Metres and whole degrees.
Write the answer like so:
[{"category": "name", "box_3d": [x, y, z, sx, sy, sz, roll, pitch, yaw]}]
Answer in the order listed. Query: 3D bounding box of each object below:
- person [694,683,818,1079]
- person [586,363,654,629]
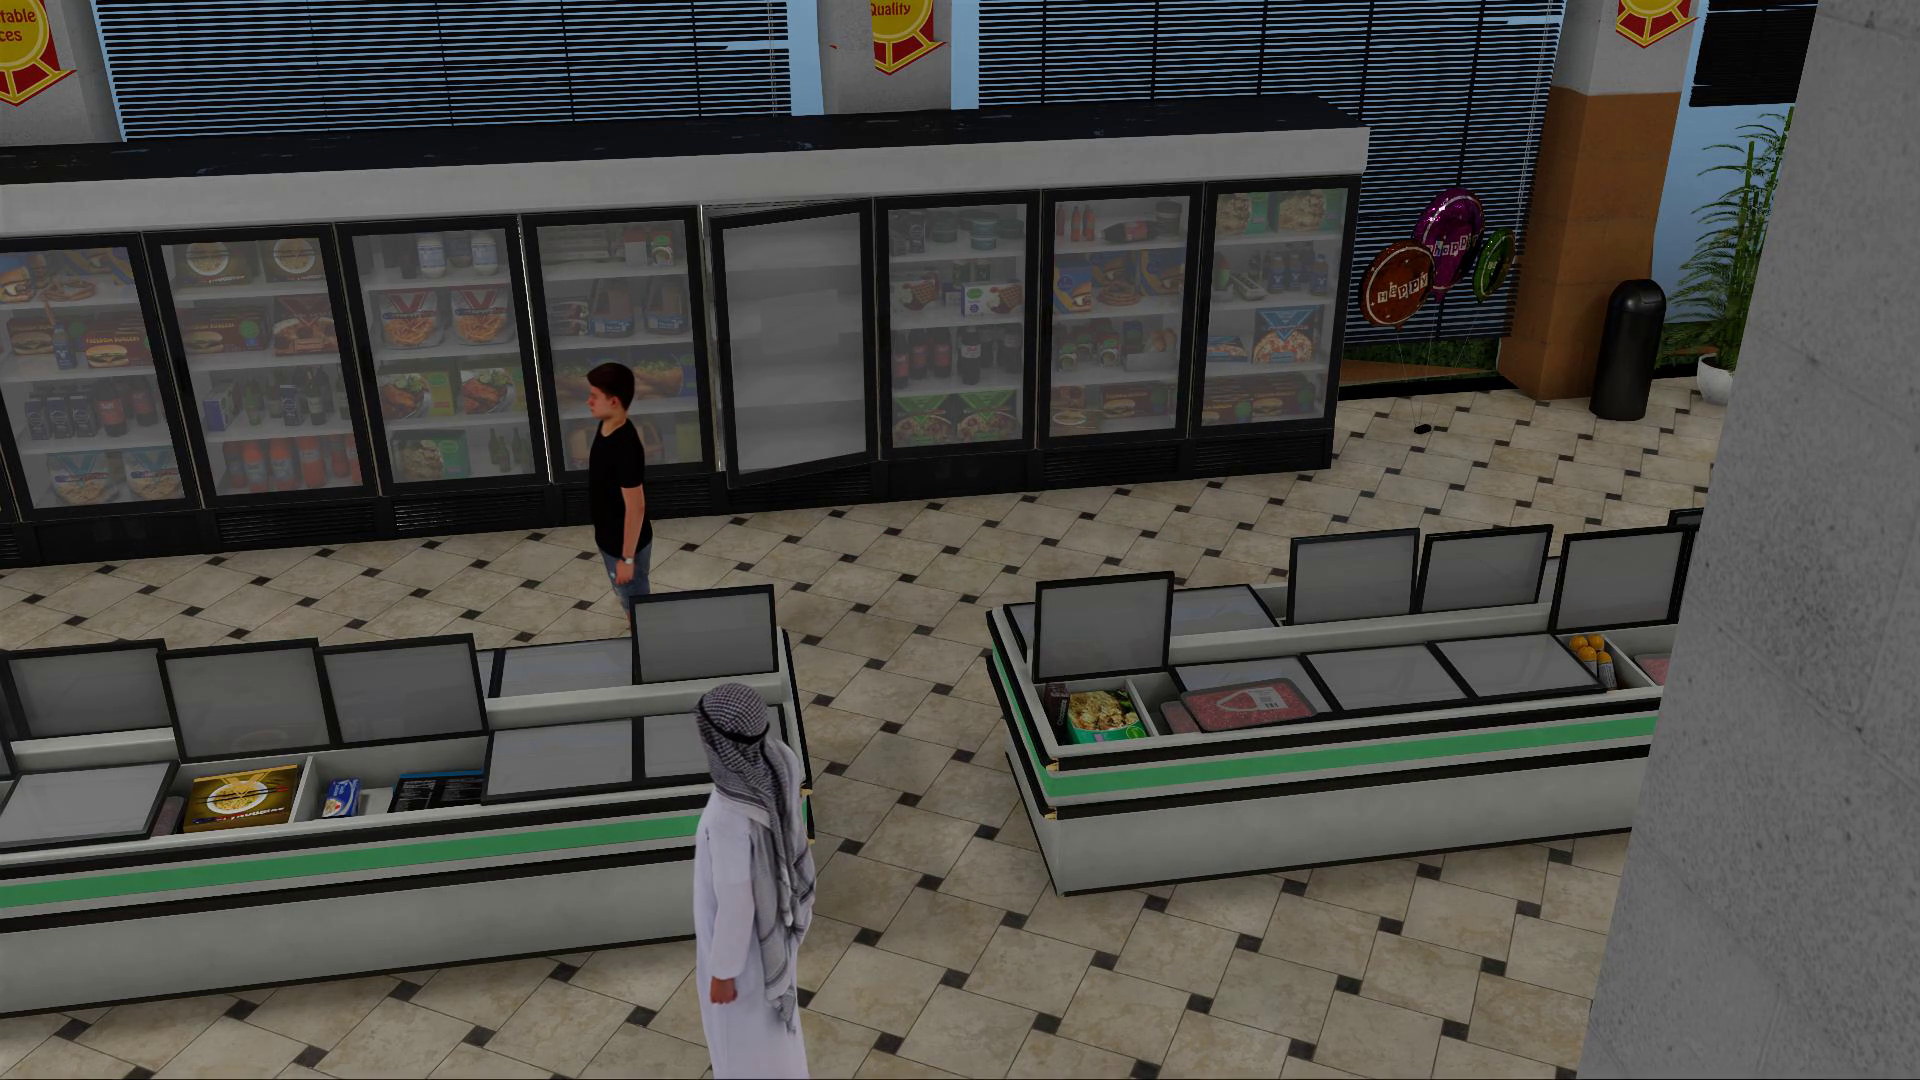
[{"category": "person", "box_3d": [-0.700, 1.305, 5.557, 0.755, 1.927, 0.764, 4, 27, 8]}, {"category": "person", "box_3d": [-1.649, -0.011, 8.241, 0.629, 1.846, 0.704, -10, 29, -19]}]
